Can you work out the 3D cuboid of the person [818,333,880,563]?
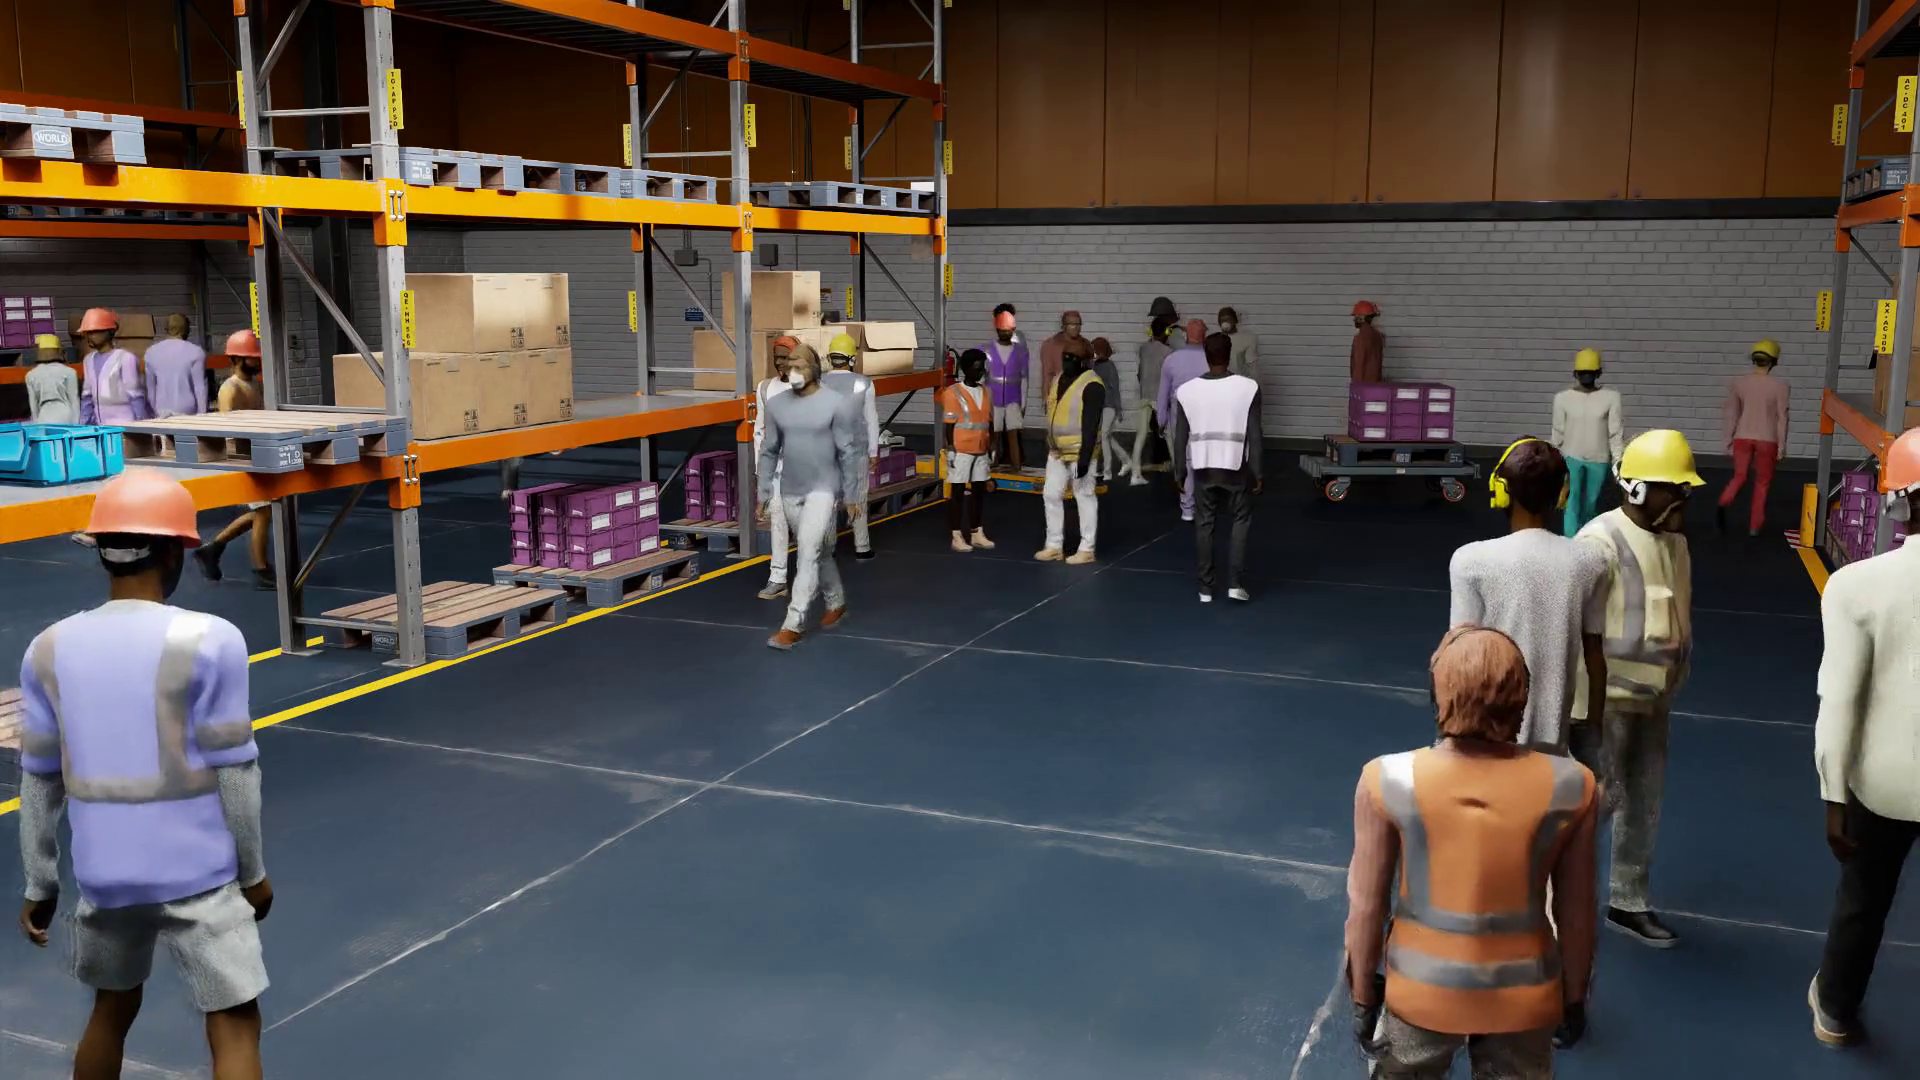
[{"bbox_3d":[-0.922,-0.725,13.263,0.586,1.833,0.404,2,10,10],"label":"person"}]

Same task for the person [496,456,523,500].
[{"bbox_3d":[-4.578,-1.307,16.838,0.519,1.846,0.566,1,9,8],"label":"person"}]

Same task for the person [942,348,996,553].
[{"bbox_3d":[0.093,-0.745,13.816,0.535,1.690,0.339,-8,12,-39],"label":"person"}]

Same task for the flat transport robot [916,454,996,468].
[{"bbox_3d":[-0.240,-0.789,18.376,0.652,0.197,1.431,-7,12,-36],"label":"flat transport robot"}]

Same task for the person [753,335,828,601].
[{"bbox_3d":[-1.188,-0.499,11.736,0.585,1.882,0.337,4,10,20],"label":"person"}]

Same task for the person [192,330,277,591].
[{"bbox_3d":[-5.230,-0.568,12.073,0.703,1.915,0.556,-1,9,-4],"label":"person"}]

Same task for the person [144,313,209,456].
[{"bbox_3d":[-7.591,-1.265,16.297,0.658,1.902,0.877,1,9,3],"label":"person"}]

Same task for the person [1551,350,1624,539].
[{"bbox_3d":[4.922,-0.638,13.090,0.528,1.713,0.916,3,10,18],"label":"person"}]

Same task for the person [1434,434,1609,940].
[{"bbox_3d":[1.716,0.606,5.149,0.509,1.857,0.425,-2,9,-9],"label":"person"}]

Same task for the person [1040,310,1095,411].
[{"bbox_3d":[1.181,-1.505,17.809,0.657,1.891,0.468,-3,10,-19],"label":"person"}]

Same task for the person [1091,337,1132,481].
[{"bbox_3d":[1.689,-1.449,18.367,0.588,1.592,0.513,-3,10,-20],"label":"person"}]

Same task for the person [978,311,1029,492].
[{"bbox_3d":[0.460,-1.454,17.526,0.559,1.887,0.959,0,9,-2],"label":"person"}]

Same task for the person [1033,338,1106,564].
[{"bbox_3d":[0.886,-0.681,13.088,0.590,1.808,0.665,-7,11,-35],"label":"person"}]

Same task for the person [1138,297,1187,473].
[{"bbox_3d":[2.287,-1.765,18.936,0.540,2.000,0.706,-2,10,-10],"label":"person"}]

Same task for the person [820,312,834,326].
[{"bbox_3d":[-1.642,-1.669,18.928,0.437,1.843,0.563,0,9,-2],"label":"person"}]

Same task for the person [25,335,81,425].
[{"bbox_3d":[-8.594,-1.102,15.910,0.501,1.697,0.824,-1,9,-6],"label":"person"}]

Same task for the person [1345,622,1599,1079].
[{"bbox_3d":[1.081,0.985,3.540,0.521,1.628,0.379,2,10,12],"label":"person"}]

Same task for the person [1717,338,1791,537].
[{"bbox_3d":[6.853,-0.862,14.381,0.589,1.748,0.525,-8,12,-40],"label":"person"}]

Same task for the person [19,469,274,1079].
[{"bbox_3d":[-1.950,0.785,4.006,0.770,1.884,0.554,1,9,8],"label":"person"}]

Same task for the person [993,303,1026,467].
[{"bbox_3d":[0.581,-1.803,19.520,0.407,1.925,0.632,4,10,23],"label":"person"}]

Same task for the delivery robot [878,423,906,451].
[{"bbox_3d":[-0.939,-1.109,19.168,0.477,0.478,0.707,-7,11,-36],"label":"delivery robot"}]

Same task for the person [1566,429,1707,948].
[{"bbox_3d":[2.273,0.507,5.827,0.606,1.826,0.544,-7,11,-35],"label":"person"}]

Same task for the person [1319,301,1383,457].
[{"bbox_3d":[4.596,-1.792,19.348,0.930,1.953,0.642,8,13,41],"label":"person"}]

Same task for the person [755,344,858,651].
[{"bbox_3d":[-0.962,-0.301,10.550,0.649,1.892,1.034,5,10,26],"label":"person"}]

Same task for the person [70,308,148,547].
[{"bbox_3d":[-7.255,-0.945,14.088,0.633,1.994,0.983,6,11,30],"label":"person"}]

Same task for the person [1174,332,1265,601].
[{"bbox_3d":[1.814,-0.494,11.636,0.645,1.910,0.473,3,10,17],"label":"person"}]

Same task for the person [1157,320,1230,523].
[{"bbox_3d":[2.174,-1.123,15.580,0.673,1.855,0.960,0,9,3],"label":"person"}]

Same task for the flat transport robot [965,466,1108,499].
[{"bbox_3d":[0.762,-0.611,17.296,1.431,0.197,0.652,7,12,38],"label":"flat transport robot"}]

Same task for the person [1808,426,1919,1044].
[{"bbox_3d":[2.689,0.649,4.633,0.616,1.928,1.055,3,10,19],"label":"person"}]

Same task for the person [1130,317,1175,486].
[{"bbox_3d":[2.167,-1.513,18.099,0.502,1.817,0.938,8,12,41],"label":"person"}]

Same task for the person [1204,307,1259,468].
[{"bbox_3d":[3.112,-1.741,19.263,0.679,1.901,0.679,2,10,12],"label":"person"}]
